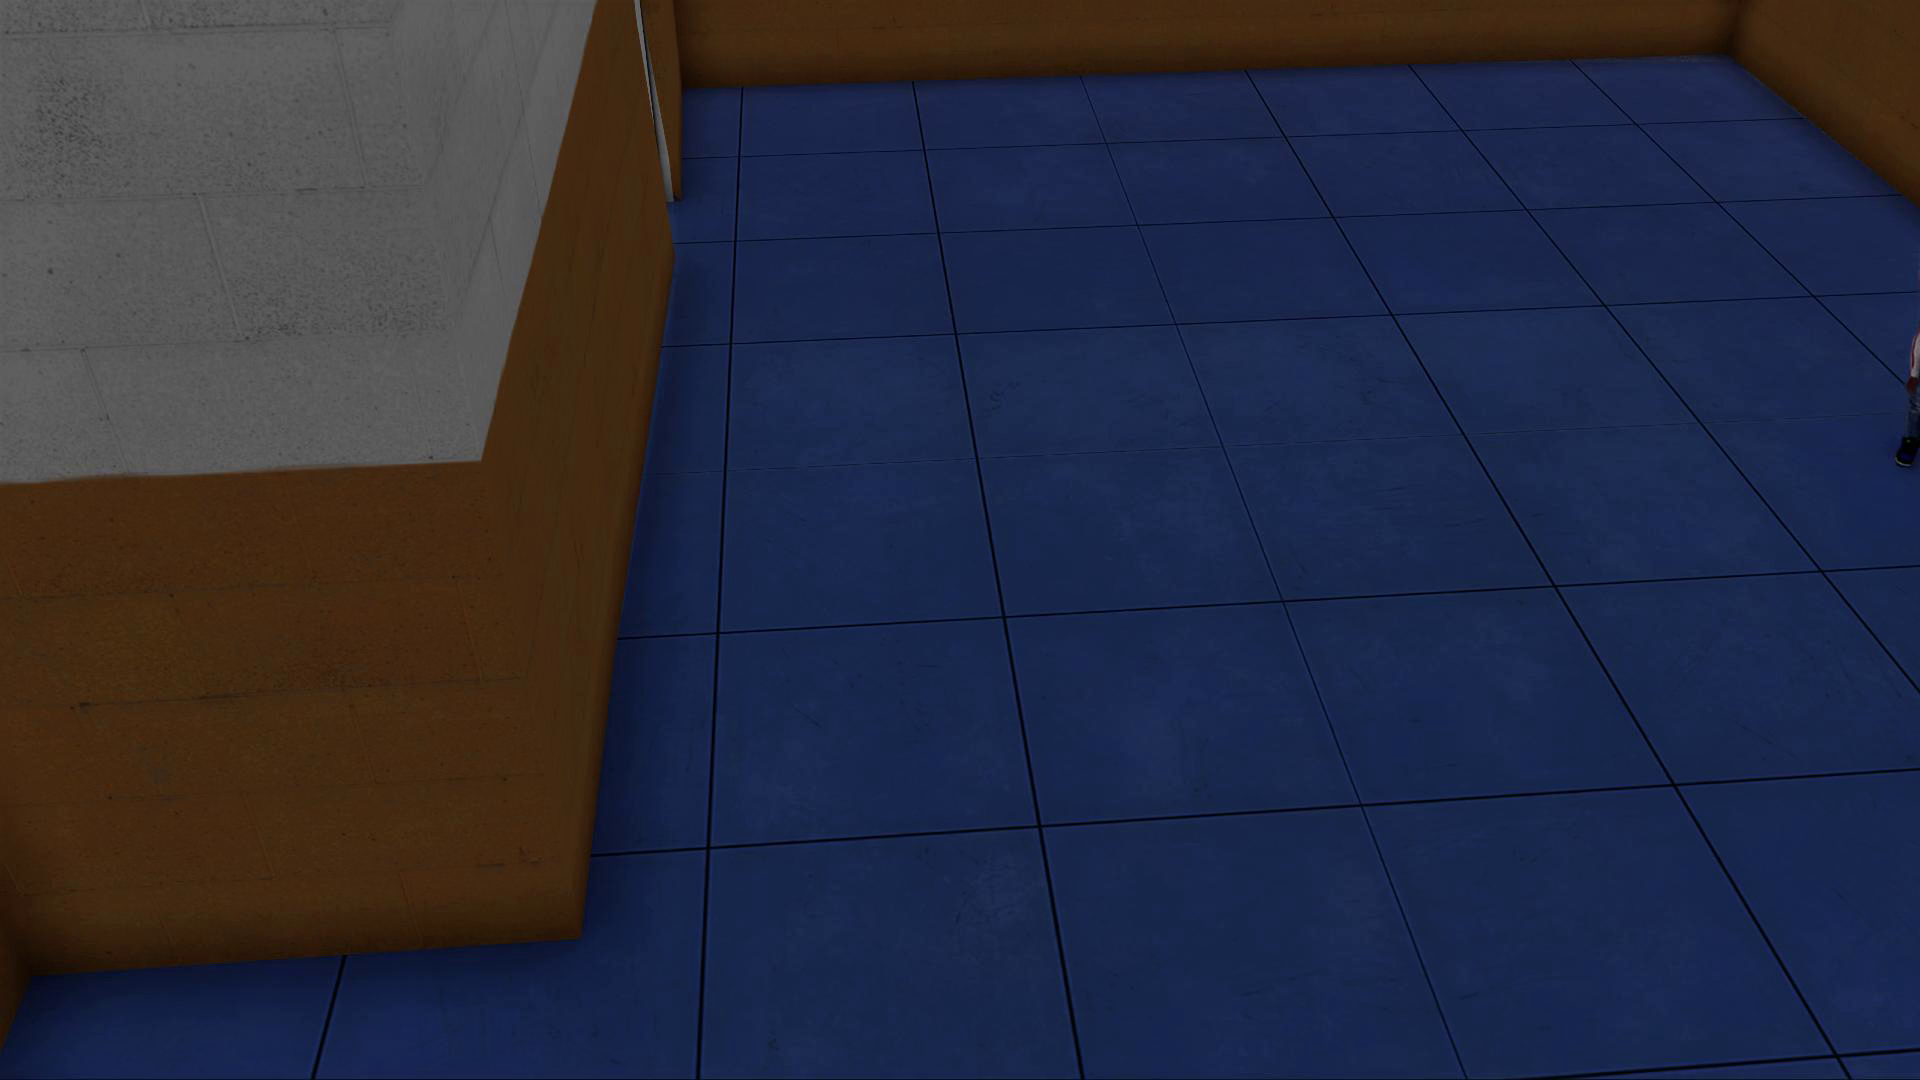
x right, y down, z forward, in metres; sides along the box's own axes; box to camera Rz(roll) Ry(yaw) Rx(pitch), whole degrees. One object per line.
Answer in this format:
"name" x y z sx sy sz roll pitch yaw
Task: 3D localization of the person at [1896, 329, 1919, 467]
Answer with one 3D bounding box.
"person" 5.042 -0.948 8.507 0.600 1.240 0.667 15 40 19
